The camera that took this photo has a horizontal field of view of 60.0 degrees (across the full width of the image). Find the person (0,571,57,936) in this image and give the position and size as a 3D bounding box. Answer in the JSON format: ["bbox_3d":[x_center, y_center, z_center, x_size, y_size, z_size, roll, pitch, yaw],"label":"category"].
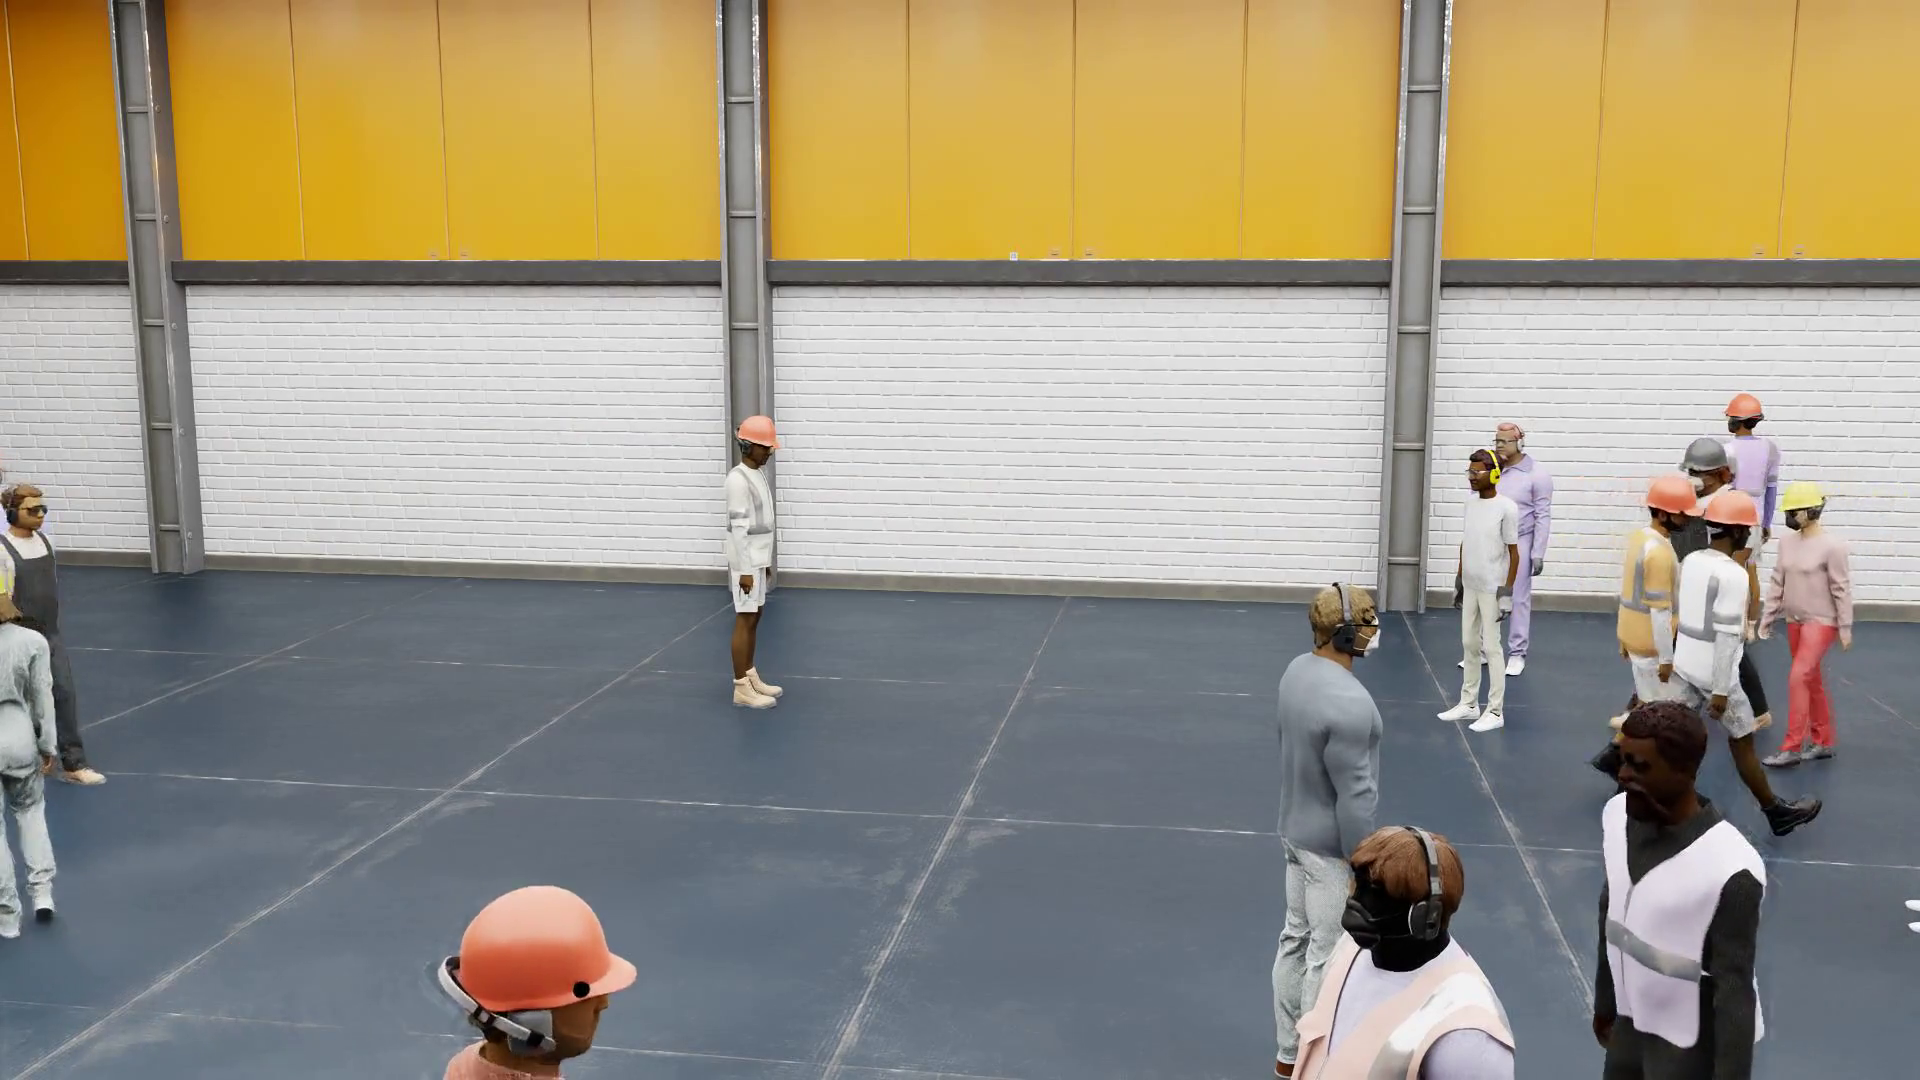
[{"bbox_3d":[-4.411,0.951,7.585,0.495,1.730,0.356,-9,13,-43],"label":"person"}]

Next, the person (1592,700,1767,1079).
[{"bbox_3d":[2.028,1.351,4.618,0.655,1.895,0.629,-2,9,-12],"label":"person"}]

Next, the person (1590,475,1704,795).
[{"bbox_3d":[3.919,0.570,9.380,0.393,1.917,0.567,2,9,11],"label":"person"}]

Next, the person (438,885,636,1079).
[{"bbox_3d":[-0.784,1.575,3.035,0.900,1.964,0.637,-4,10,-25],"label":"person"}]

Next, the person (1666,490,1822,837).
[{"bbox_3d":[4.067,0.676,8.789,1.003,1.885,0.553,-1,9,-8],"label":"person"}]

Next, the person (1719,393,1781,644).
[{"bbox_3d":[6.300,-0.165,13.493,0.614,2.048,0.361,-1,9,-9],"label":"person"}]

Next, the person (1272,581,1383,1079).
[{"bbox_3d":[1.337,1.104,6.000,0.372,1.940,0.632,-2,9,-10],"label":"person"}]

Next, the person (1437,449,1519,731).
[{"bbox_3d":[3.452,0.332,11.008,0.313,1.860,0.538,-4,10,-23],"label":"person"}]

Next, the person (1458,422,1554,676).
[{"bbox_3d":[4.090,0.064,12.513,0.400,1.910,0.643,-9,13,-44],"label":"person"}]

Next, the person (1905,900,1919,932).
[{"bbox_3d":[4.550,0.996,7.600,0.286,1.633,0.500,5,11,31],"label":"person"}]

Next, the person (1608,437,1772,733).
[{"bbox_3d":[4.875,0.269,10.840,1.026,2.000,0.688,-2,9,-12],"label":"person"}]

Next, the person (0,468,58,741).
[{"bbox_3d":[-6.185,0.367,10.701,0.814,1.879,0.682,6,11,31],"label":"person"}]

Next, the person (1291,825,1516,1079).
[{"bbox_3d":[0.940,1.524,3.705,0.429,1.847,0.627,-2,9,-13],"label":"person"}]

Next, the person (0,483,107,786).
[{"bbox_3d":[-5.548,0.558,9.776,0.916,1.818,0.522,3,10,15],"label":"person"}]

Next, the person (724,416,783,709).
[{"bbox_3d":[-1.428,0.147,11.614,0.390,2.034,0.605,1,9,5],"label":"person"}]

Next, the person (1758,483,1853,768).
[{"bbox_3d":[5.121,0.522,10.205,0.733,1.733,0.533,-2,9,-12],"label":"person"}]
